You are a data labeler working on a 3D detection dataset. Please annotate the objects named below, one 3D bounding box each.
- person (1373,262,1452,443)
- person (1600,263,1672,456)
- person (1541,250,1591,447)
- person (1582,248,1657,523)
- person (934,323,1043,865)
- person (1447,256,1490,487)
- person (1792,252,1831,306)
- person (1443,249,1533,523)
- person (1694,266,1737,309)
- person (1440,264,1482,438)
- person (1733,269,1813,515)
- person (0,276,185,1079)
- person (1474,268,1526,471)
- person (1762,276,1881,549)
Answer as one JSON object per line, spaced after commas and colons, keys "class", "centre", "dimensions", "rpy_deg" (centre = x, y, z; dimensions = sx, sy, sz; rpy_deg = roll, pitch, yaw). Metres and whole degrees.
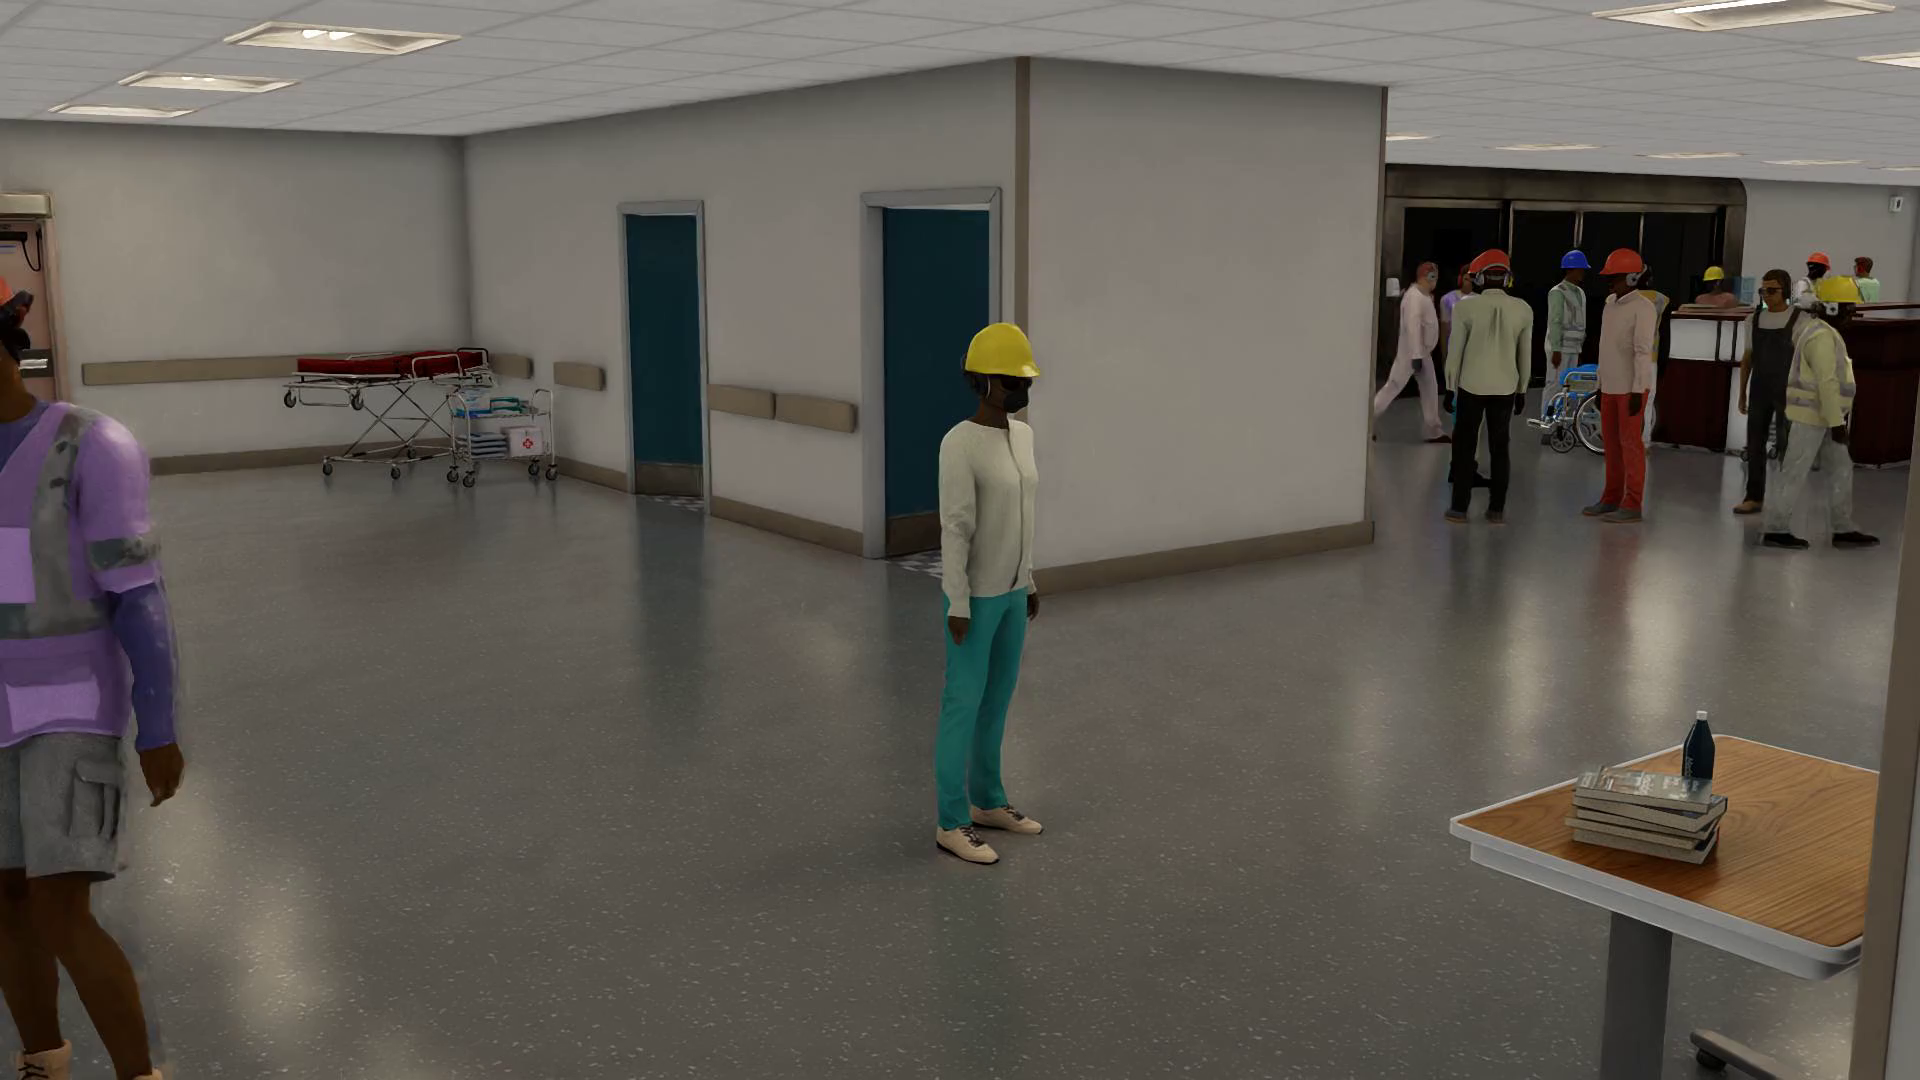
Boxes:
{"class": "person", "centre": [4.578, -1.909, 16.961], "dimensions": [1.005, 1.847, 0.691], "rpy_deg": [6, 12, 29]}
{"class": "person", "centre": [6.439, -1.716, 15.889], "dimensions": [0.628, 1.835, 0.429], "rpy_deg": [4, 11, 23]}
{"class": "person", "centre": [6.075, -1.916, 16.673], "dimensions": [0.400, 1.949, 0.605], "rpy_deg": [9, 14, 42]}
{"class": "person", "centre": [4.801, -1.116, 12.108], "dimensions": [0.403, 1.986, 0.608], "rpy_deg": [-2, 10, -9]}
{"class": "person", "centre": [0.119, 0.170, 5.506], "dimensions": [0.326, 1.767, 0.533], "rpy_deg": [6, 12, 30]}
{"class": "person", "centre": [4.310, -1.405, 13.878], "dimensions": [0.389, 1.928, 0.549], "rpy_deg": [-1, 10, -3]}
{"class": "person", "centre": [10.763, -2.724, 21.341], "dimensions": [0.703, 1.913, 0.514], "rpy_deg": [-8, 13, -37]}
{"class": "person", "centre": [3.807, -1.100, 12.030], "dimensions": [0.625, 1.981, 0.413], "rpy_deg": [-1, 10, -3]}
{"class": "person", "centre": [8.875, -2.363, 19.739], "dimensions": [0.588, 1.748, 0.543], "rpy_deg": [-7, 12, -33]}
{"class": "person", "centre": [5.211, -1.927, 17.133], "dimensions": [0.585, 1.816, 0.459], "rpy_deg": [1, 10, 5]}
{"class": "person", "centre": [6.018, -1.085, 12.332], "dimensions": [0.363, 1.834, 0.522], "rpy_deg": [-8, 13, -39]}
{"class": "person", "centre": [-1.980, 0.409, 3.551], "dimensions": [0.729, 1.996, 0.486], "rpy_deg": [2, 10, 13]}
{"class": "person", "centre": [4.675, -1.496, 14.554], "dimensions": [0.534, 1.864, 0.309], "rpy_deg": [4, 11, 19]}
{"class": "person", "centre": [5.724, -0.808, 10.876], "dimensions": [0.807, 1.798, 0.591], "rpy_deg": [6, 12, 31]}
